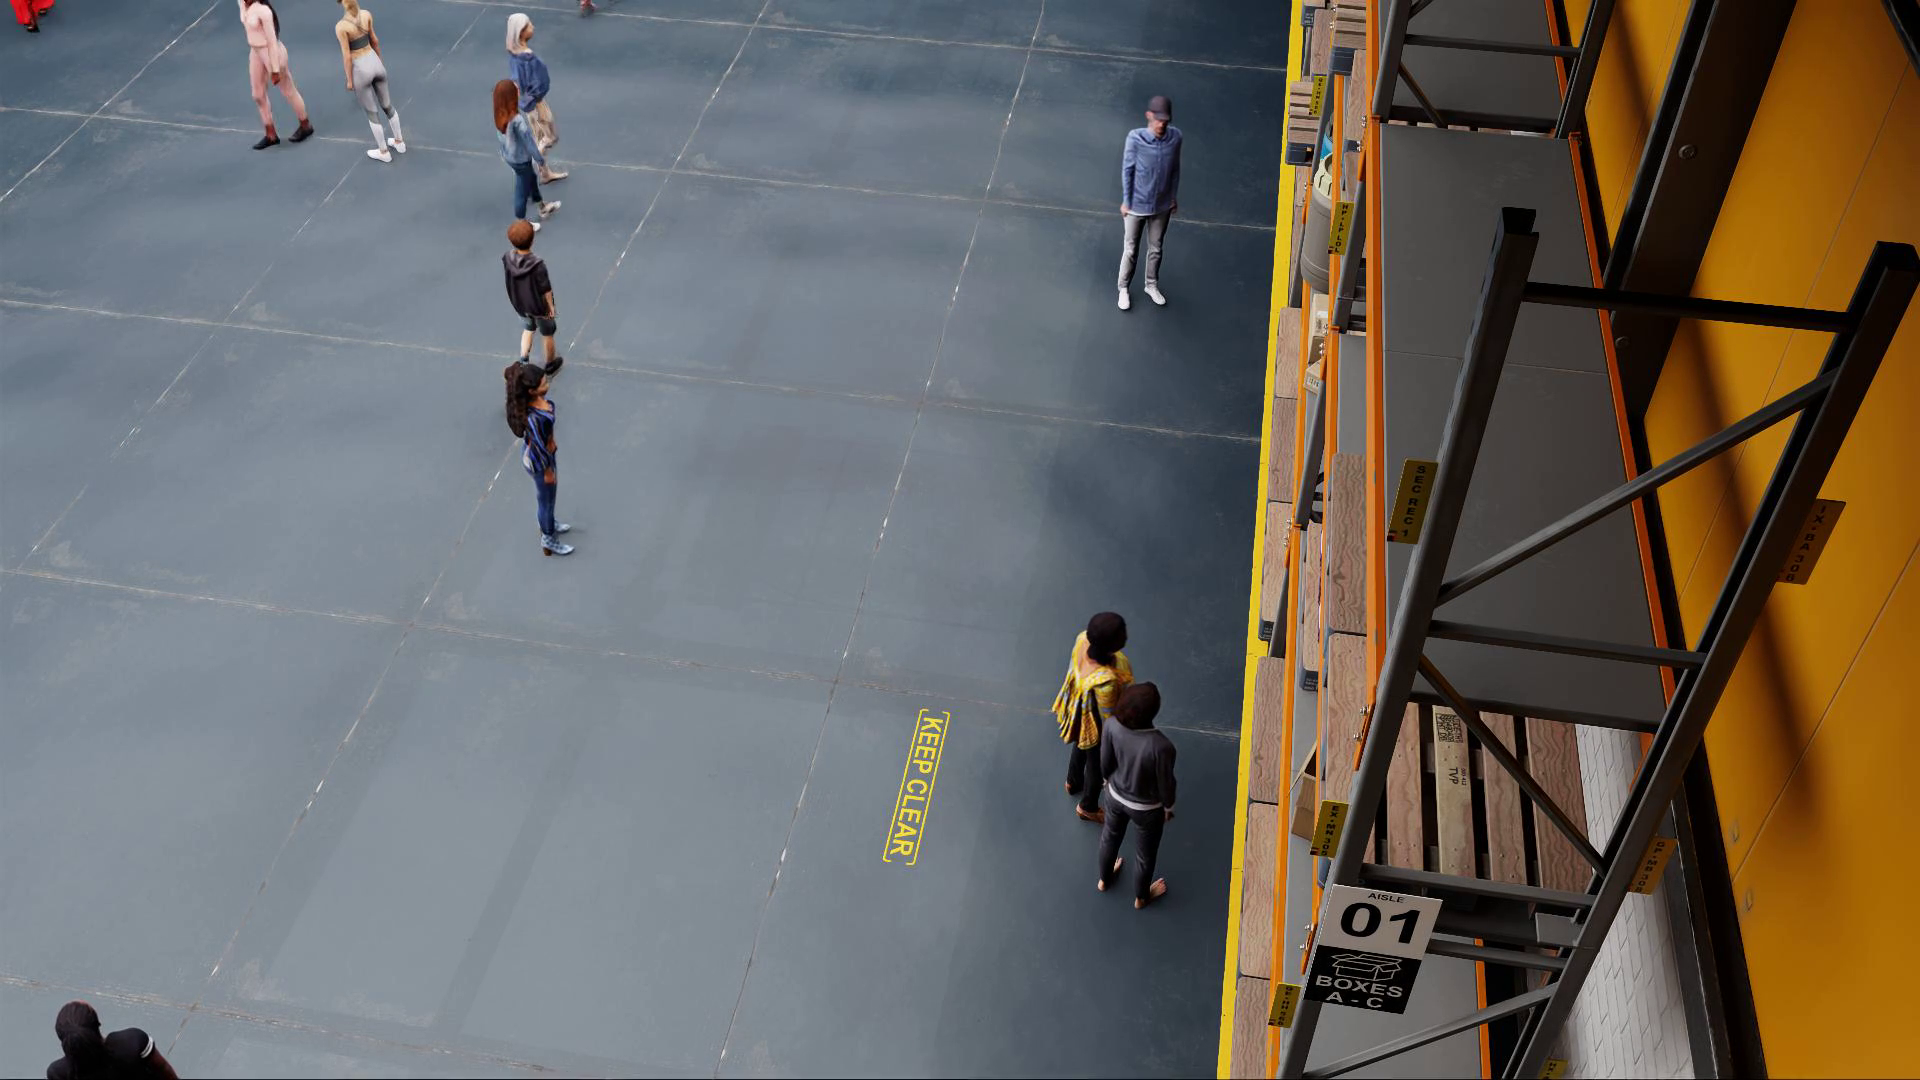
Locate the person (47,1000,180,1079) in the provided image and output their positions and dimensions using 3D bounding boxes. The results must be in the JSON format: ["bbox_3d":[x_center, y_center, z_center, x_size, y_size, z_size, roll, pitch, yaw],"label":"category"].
[{"bbox_3d":[-3.950,2.725,7.950,0.689,1.731,0.740,-23,48,-22],"label":"person"}]

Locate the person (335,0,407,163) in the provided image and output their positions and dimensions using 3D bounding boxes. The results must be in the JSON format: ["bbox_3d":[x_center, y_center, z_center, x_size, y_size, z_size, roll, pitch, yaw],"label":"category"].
[{"bbox_3d":[-5.472,-4.317,15.360,0.702,1.707,0.589,26,50,25],"label":"person"}]

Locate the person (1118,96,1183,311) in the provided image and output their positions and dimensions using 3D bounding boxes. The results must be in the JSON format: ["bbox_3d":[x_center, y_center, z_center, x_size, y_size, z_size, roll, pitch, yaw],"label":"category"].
[{"bbox_3d":[1.545,-2.774,13.611,0.729,1.885,0.706,-8,44,-9],"label":"person"}]

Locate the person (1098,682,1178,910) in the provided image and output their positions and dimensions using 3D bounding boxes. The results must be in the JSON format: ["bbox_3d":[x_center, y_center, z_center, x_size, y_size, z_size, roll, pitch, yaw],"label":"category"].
[{"bbox_3d":[0.981,1.427,9.286,0.684,1.767,0.661,25,49,24],"label":"person"}]

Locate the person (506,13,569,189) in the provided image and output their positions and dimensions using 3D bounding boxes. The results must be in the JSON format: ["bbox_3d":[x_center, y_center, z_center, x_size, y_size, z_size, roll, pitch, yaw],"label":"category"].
[{"bbox_3d":[-3.924,-3.906,14.951,0.897,1.686,0.844,-22,48,-22],"label":"person"}]

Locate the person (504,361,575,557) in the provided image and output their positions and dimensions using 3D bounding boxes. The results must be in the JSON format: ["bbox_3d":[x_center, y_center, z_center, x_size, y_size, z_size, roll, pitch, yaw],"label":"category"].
[{"bbox_3d":[-2.894,-0.569,11.489,0.749,1.620,0.615,-8,44,-8],"label":"person"}]

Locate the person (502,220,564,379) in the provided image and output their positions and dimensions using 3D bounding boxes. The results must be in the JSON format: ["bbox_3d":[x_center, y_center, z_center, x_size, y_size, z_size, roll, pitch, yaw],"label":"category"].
[{"bbox_3d":[-3.359,-1.816,12.929,0.606,1.438,0.737,14,45,14],"label":"person"}]

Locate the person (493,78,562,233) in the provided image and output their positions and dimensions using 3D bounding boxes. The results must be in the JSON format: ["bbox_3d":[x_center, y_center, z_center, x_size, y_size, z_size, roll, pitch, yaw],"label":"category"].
[{"bbox_3d":[-3.901,-3.293,14.461,0.899,1.464,0.817,-33,53,-30],"label":"person"}]

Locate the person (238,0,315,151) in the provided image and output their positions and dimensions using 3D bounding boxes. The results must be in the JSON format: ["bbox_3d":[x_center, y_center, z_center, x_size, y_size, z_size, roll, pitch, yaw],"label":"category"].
[{"bbox_3d":[-6.387,-4.523,15.576,0.844,1.706,0.960,26,50,25],"label":"person"}]

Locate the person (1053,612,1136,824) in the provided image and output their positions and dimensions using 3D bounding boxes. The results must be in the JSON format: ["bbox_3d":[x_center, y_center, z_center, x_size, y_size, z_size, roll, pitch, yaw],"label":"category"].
[{"bbox_3d":[0.797,1.029,9.786,0.908,1.653,0.833,-10,45,-11],"label":"person"}]
